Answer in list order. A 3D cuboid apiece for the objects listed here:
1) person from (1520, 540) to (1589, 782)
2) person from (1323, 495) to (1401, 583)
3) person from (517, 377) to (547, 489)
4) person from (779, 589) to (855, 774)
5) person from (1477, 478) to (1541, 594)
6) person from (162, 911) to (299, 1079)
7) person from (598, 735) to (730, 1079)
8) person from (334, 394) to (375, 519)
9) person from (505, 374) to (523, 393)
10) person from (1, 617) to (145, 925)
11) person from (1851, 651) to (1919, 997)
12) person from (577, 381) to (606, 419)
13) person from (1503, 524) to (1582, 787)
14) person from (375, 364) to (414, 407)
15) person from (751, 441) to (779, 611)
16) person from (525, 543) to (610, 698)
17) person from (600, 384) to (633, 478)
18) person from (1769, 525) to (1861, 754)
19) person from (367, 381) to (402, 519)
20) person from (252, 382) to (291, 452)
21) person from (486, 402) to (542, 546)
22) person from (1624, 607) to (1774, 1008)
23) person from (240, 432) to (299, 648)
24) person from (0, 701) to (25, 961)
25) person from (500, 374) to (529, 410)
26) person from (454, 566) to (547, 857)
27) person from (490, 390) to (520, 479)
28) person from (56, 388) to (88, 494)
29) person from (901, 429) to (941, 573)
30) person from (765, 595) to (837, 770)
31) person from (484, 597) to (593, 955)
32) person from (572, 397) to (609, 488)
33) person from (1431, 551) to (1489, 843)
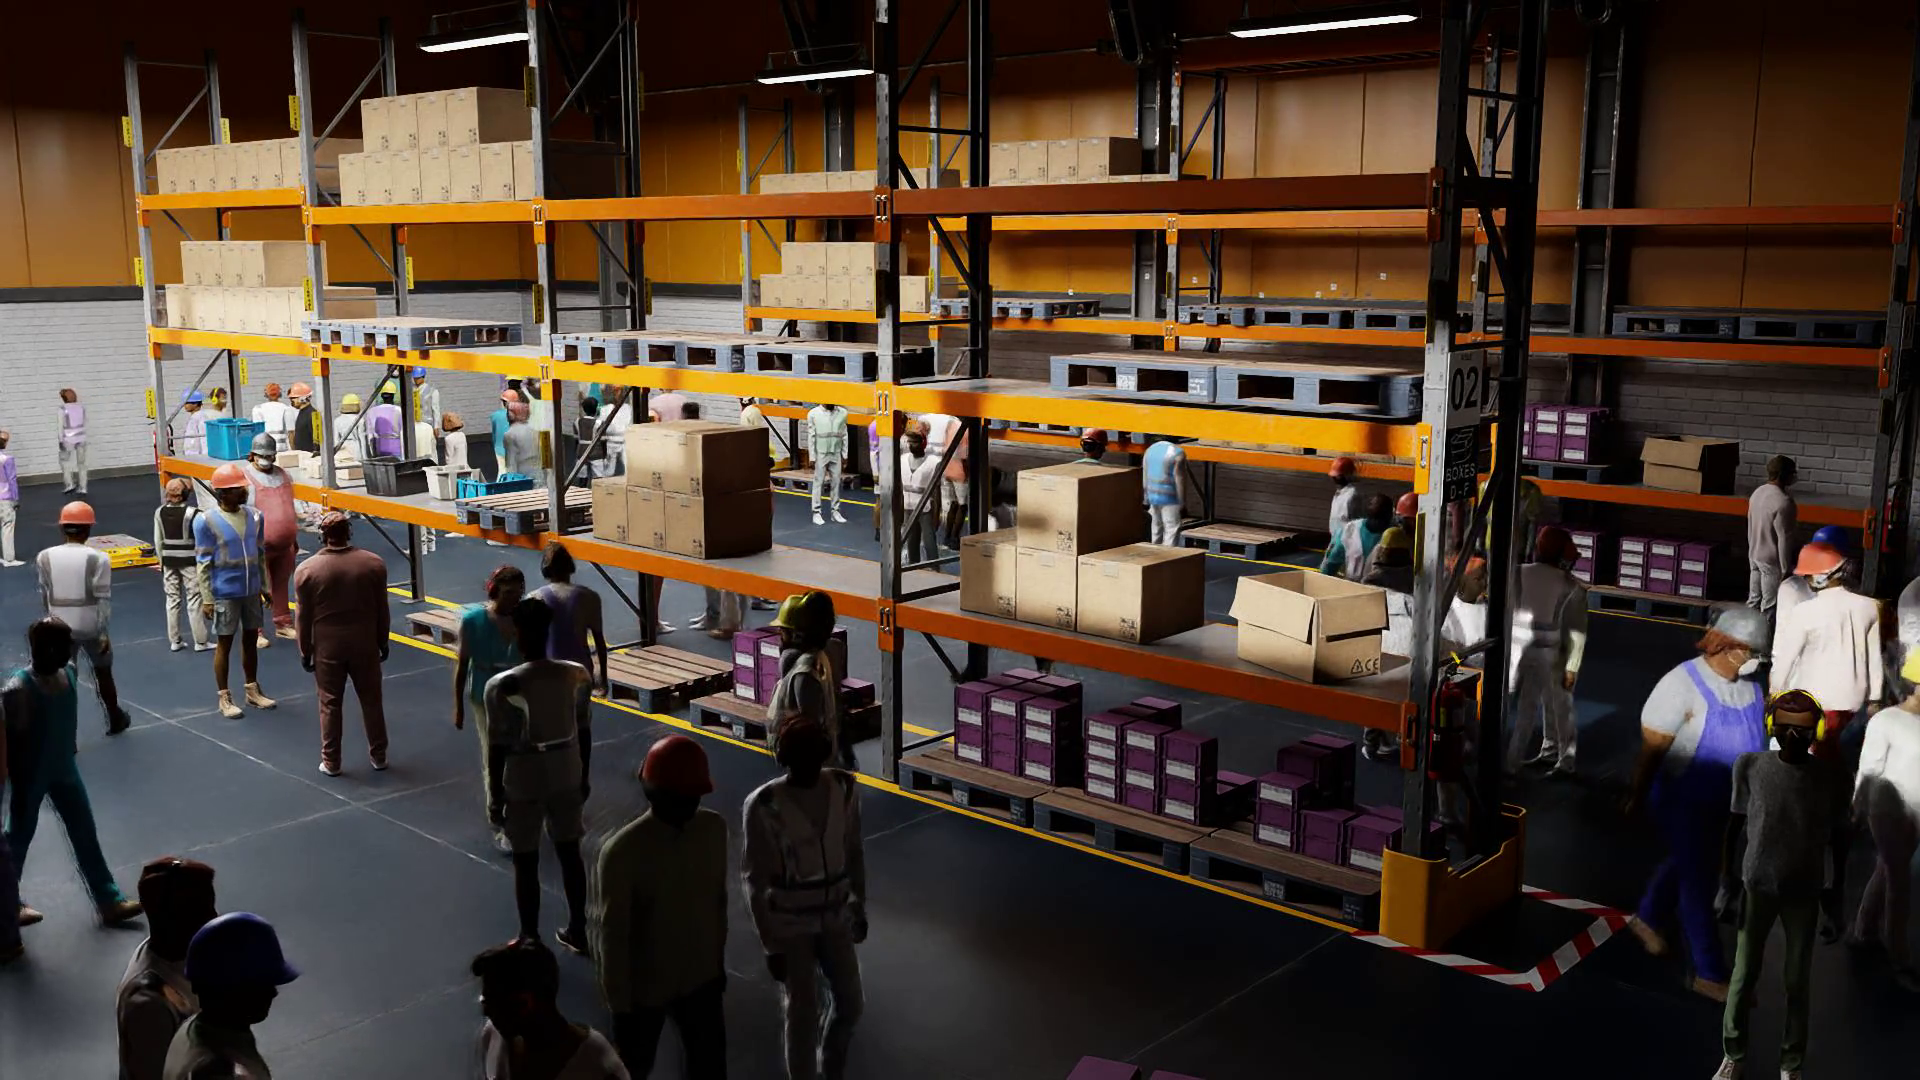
[{"bbox_3d":[4.214,0.835,11.784,0.341,1.749,0.572,0,10,-2],"label":"person"},{"bbox_3d":[3.355,0.487,13.702,0.747,1.794,0.881,7,12,35],"label":"person"},{"bbox_3d":[-6.310,-1.632,24.919,0.696,2.000,0.652,-9,13,-40],"label":"person"},{"bbox_3d":[-0.804,1.190,9.457,0.320,1.869,0.528,8,13,37],"label":"person"},{"bbox_3d":[5.173,0.050,15.756,0.589,1.923,0.391,7,12,35],"label":"person"},{"bbox_3d":[-2.041,1.990,4.712,0.402,1.944,0.605,-6,12,-30],"label":"person"},{"bbox_3d":[-1.173,1.682,6.513,0.651,1.959,0.984,-9,13,-41],"label":"person"},{"bbox_3d":[-8.433,-1.164,23.123,0.486,1.740,0.313,3,10,14],"label":"person"},{"bbox_3d":[-6.732,-1.651,25.339,0.361,1.930,0.588,-7,12,-36],"label":"person"},{"bbox_3d":[-5.015,1.285,9.168,0.883,1.798,0.534,3,10,16],"label":"person"},{"bbox_3d":[4.902,1.421,8.505,0.542,1.736,0.767,-3,11,-17],"label":"person"},{"bbox_3d":[-6.531,-2.328,29.460,0.503,1.826,0.400,-8,13,-38],"label":"person"},{"bbox_3d":[4.000,0.803,11.674,0.623,1.855,0.509,2,10,13],"label":"person"},{"bbox_3d":[-9.283,-2.018,27.392,0.635,1.936,0.353,-7,12,-33],"label":"person"},{"bbox_3d":[-2.038,-0.155,17.352,0.329,1.765,0.533,0,10,-2],"label":"person"},{"bbox_3d":[-2.653,0.914,11.207,0.564,1.787,0.903,-2,10,-14],"label":"person"},{"bbox_3d":[-4.902,-1.326,23.815,0.577,1.837,1.020,-8,13,-39],"label":"person"},{"bbox_3d":[5.730,0.854,11.150,0.609,1.940,0.414,-2,10,-11],"label":"person"},{"bbox_3d":[-7.875,-1.232,23.010,0.586,1.918,0.393,1,10,7],"label":"person"},{"bbox_3d":[-9.621,-1.277,23.394,0.573,1.877,0.347,-3,10,-17],"label":"person"},{"bbox_3d":[-5.452,-0.808,20.808,1.021,1.854,0.655,6,12,29],"label":"person"},{"bbox_3d":[3.816,1.257,8.582,0.755,2.000,0.934,-5,11,-24],"label":"person"},{"bbox_3d":[-6.545,-0.018,15.795,0.536,2.000,0.681,6,12,30],"label":"person"},{"bbox_3d":[-5.229,1.252,8.758,0.392,1.990,0.611,-9,13,-41],"label":"person"},{"bbox_3d":[-7.597,-2.284,28.594,0.605,2.045,0.379,-1,10,-4],"label":"person"},{"bbox_3d":[-2.842,1.048,10.449,0.568,1.793,0.834,-7,12,-35],"label":"person"},{"bbox_3d":[-6.435,-1.283,23.806,0.573,1.737,0.354,5,11,28],"label":"person"},{"bbox_3d":[-13.525,-1.500,25.352,0.433,1.622,0.526,6,12,31],"label":"person"},{"bbox_3d":[-0.419,-0.297,17.965,0.561,1.836,0.392,7,12,36],"label":"person"},{"bbox_3d":[-0.897,1.210,9.438,0.403,1.833,0.586,0,10,-2],"label":"person"},{"bbox_3d":[-2.207,1.269,8.766,0.607,1.958,0.380,-9,14,-42],"label":"person"},{"bbox_3d":[-5.144,-1.149,23.166,0.557,1.694,0.318,3,11,18],"label":"person"},{"bbox_3d":[3.150,0.976,10.650,0.592,1.871,0.509,-7,12,-36],"label":"person"}]
